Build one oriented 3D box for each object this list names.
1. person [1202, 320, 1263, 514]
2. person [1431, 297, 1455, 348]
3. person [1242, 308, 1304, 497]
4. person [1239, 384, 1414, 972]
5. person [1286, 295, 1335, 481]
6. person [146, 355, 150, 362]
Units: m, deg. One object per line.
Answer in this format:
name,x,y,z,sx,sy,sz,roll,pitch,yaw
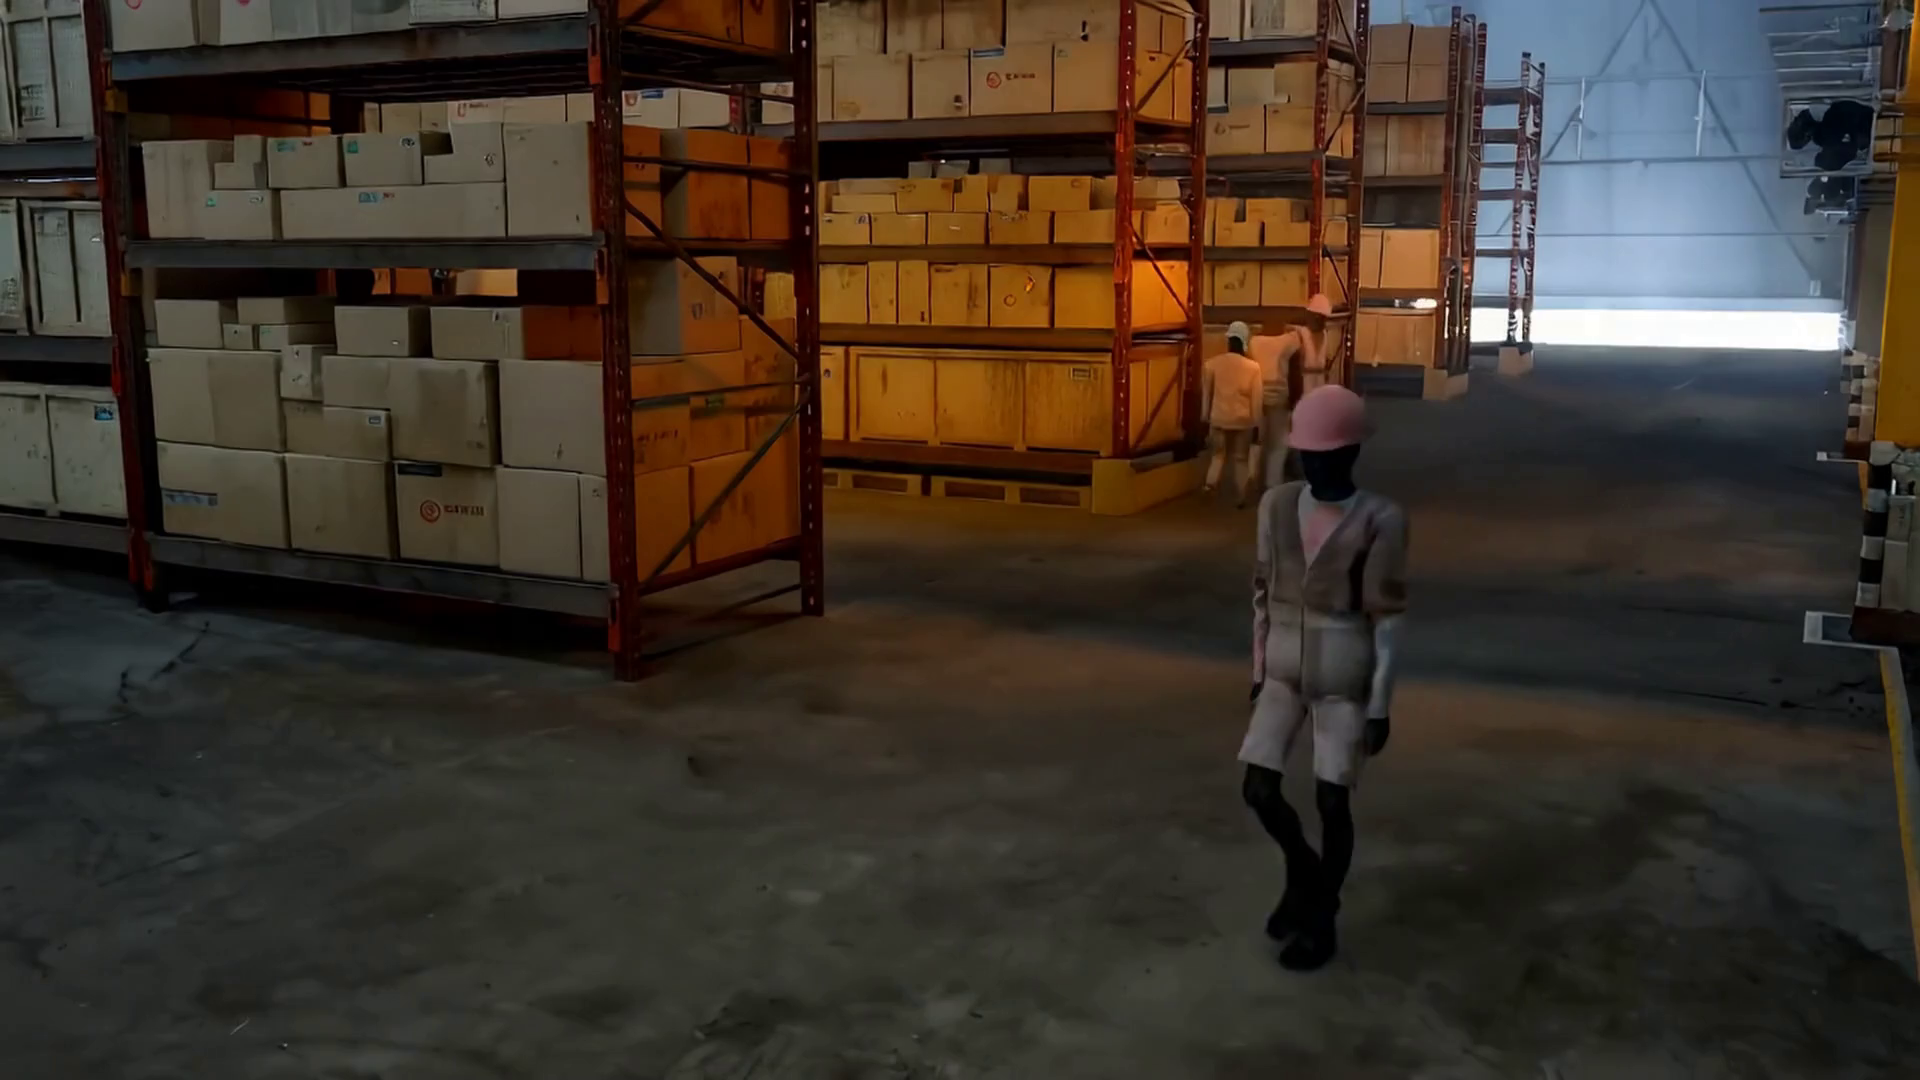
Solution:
person,2.400,-1.070,14.736,0.579,1.738,0.537,6,12,32
person,9.073,-3.876,31.297,0.514,1.629,0.363,-1,10,-6
person,2.889,-1.251,15.539,0.645,1.824,0.455,5,11,28
person,1.152,0.456,5.368,0.565,1.920,0.402,8,13,39
person,3.545,-1.486,16.638,0.568,1.909,0.667,-5,11,-25
person,-8.565,-1.620,17.686,0.588,1.823,0.403,4,11,24
